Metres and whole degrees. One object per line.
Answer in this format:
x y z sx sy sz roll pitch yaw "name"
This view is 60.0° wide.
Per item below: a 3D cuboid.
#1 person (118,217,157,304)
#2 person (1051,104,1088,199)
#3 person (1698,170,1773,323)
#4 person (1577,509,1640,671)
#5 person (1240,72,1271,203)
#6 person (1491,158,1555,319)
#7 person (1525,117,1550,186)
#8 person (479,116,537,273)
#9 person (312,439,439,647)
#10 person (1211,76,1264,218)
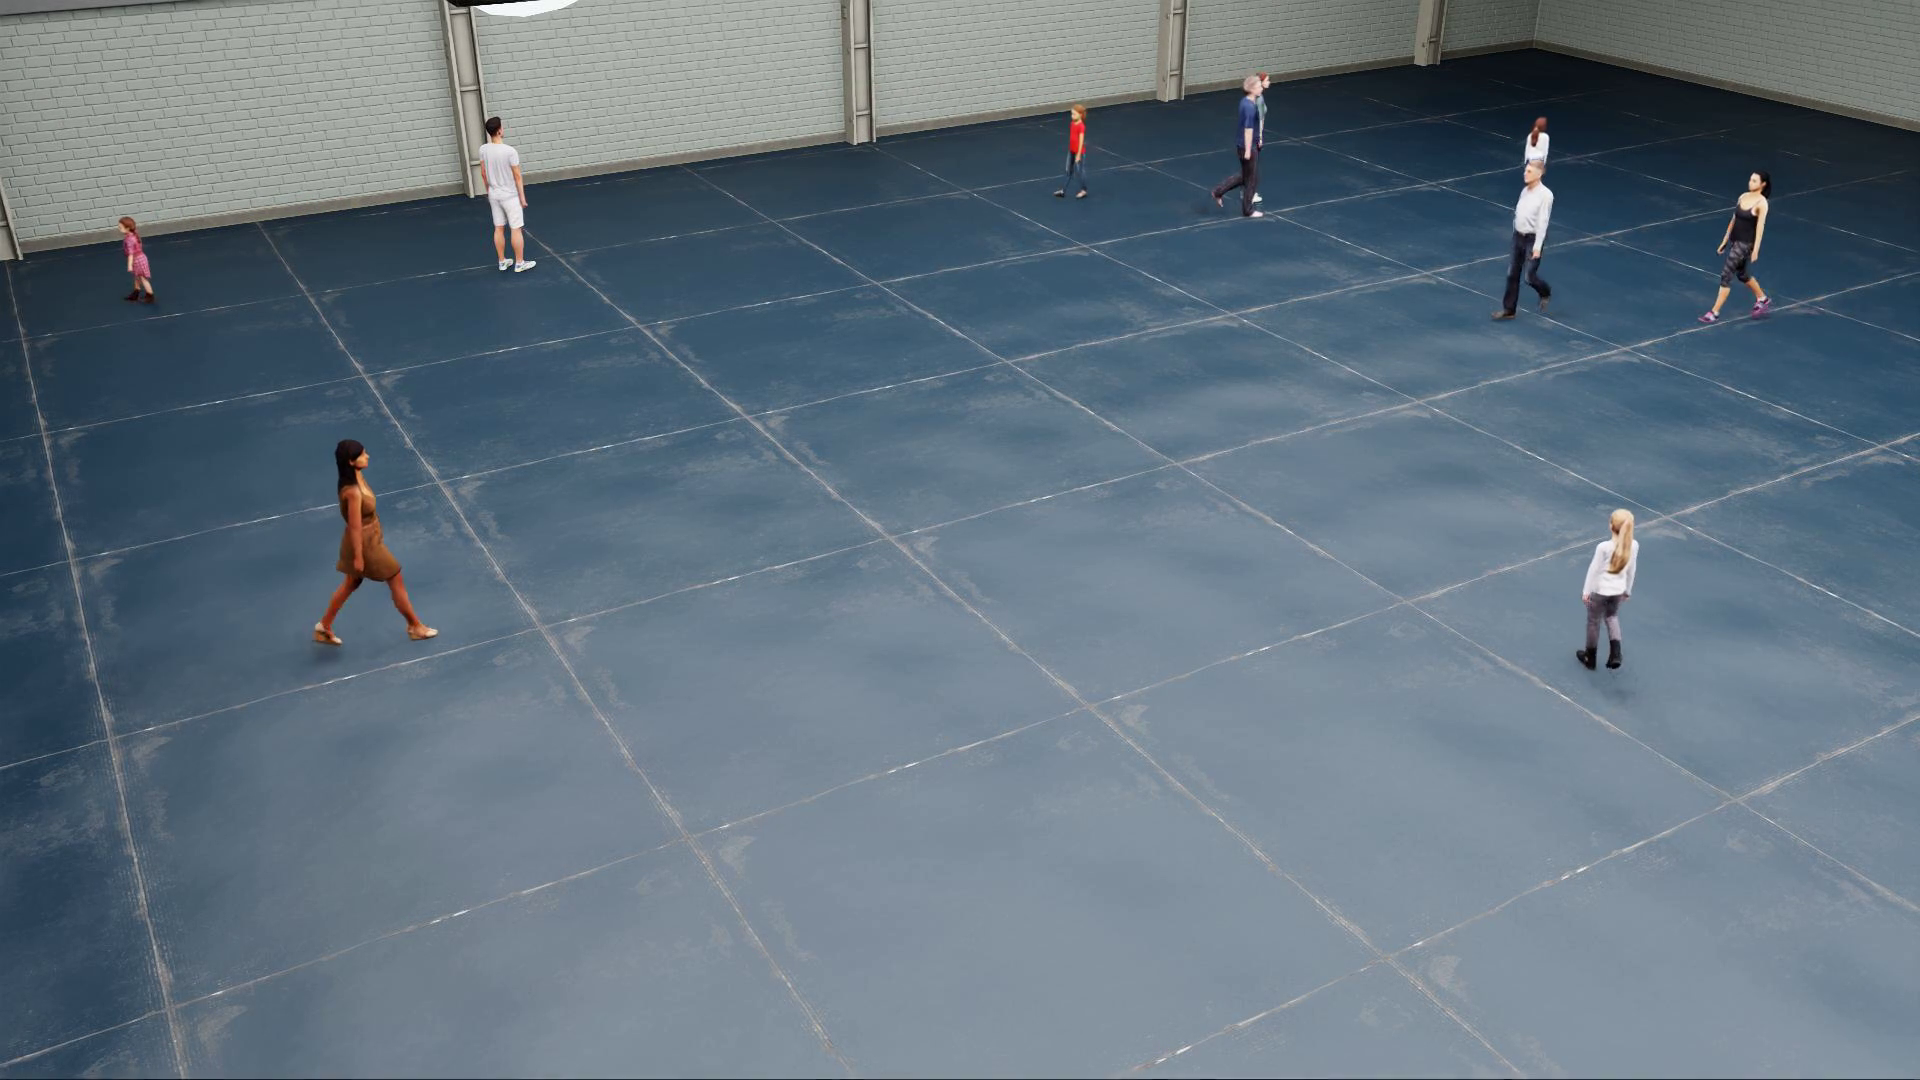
-9.405 -3.213 19.091 0.625 1.015 0.515 -7 28 -13 "person"
1.664 -5.357 22.946 0.752 1.296 0.500 -15 31 -26 "person"
8.738 -3.239 18.401 1.191 1.692 0.826 -5 28 -10 "person"
4.628 0.392 11.810 0.650 1.270 0.665 -4 27 -7 "person"
4.034 -5.531 22.798 0.672 1.742 0.666 -1 27 -1 "person"
6.358 -3.326 18.443 0.972 1.808 0.712 -11 29 -21 "person"
7.962 -5.287 23.030 0.667 1.097 0.796 14 30 25 "person"
-5.489 -4.157 20.007 0.760 1.855 0.800 9 29 17 "person"
-4.392 0.081 12.003 1.126 1.647 0.679 -10 29 -19 "person"
3.723 -5.195 22.029 1.064 1.849 0.942 2 27 3 "person"
